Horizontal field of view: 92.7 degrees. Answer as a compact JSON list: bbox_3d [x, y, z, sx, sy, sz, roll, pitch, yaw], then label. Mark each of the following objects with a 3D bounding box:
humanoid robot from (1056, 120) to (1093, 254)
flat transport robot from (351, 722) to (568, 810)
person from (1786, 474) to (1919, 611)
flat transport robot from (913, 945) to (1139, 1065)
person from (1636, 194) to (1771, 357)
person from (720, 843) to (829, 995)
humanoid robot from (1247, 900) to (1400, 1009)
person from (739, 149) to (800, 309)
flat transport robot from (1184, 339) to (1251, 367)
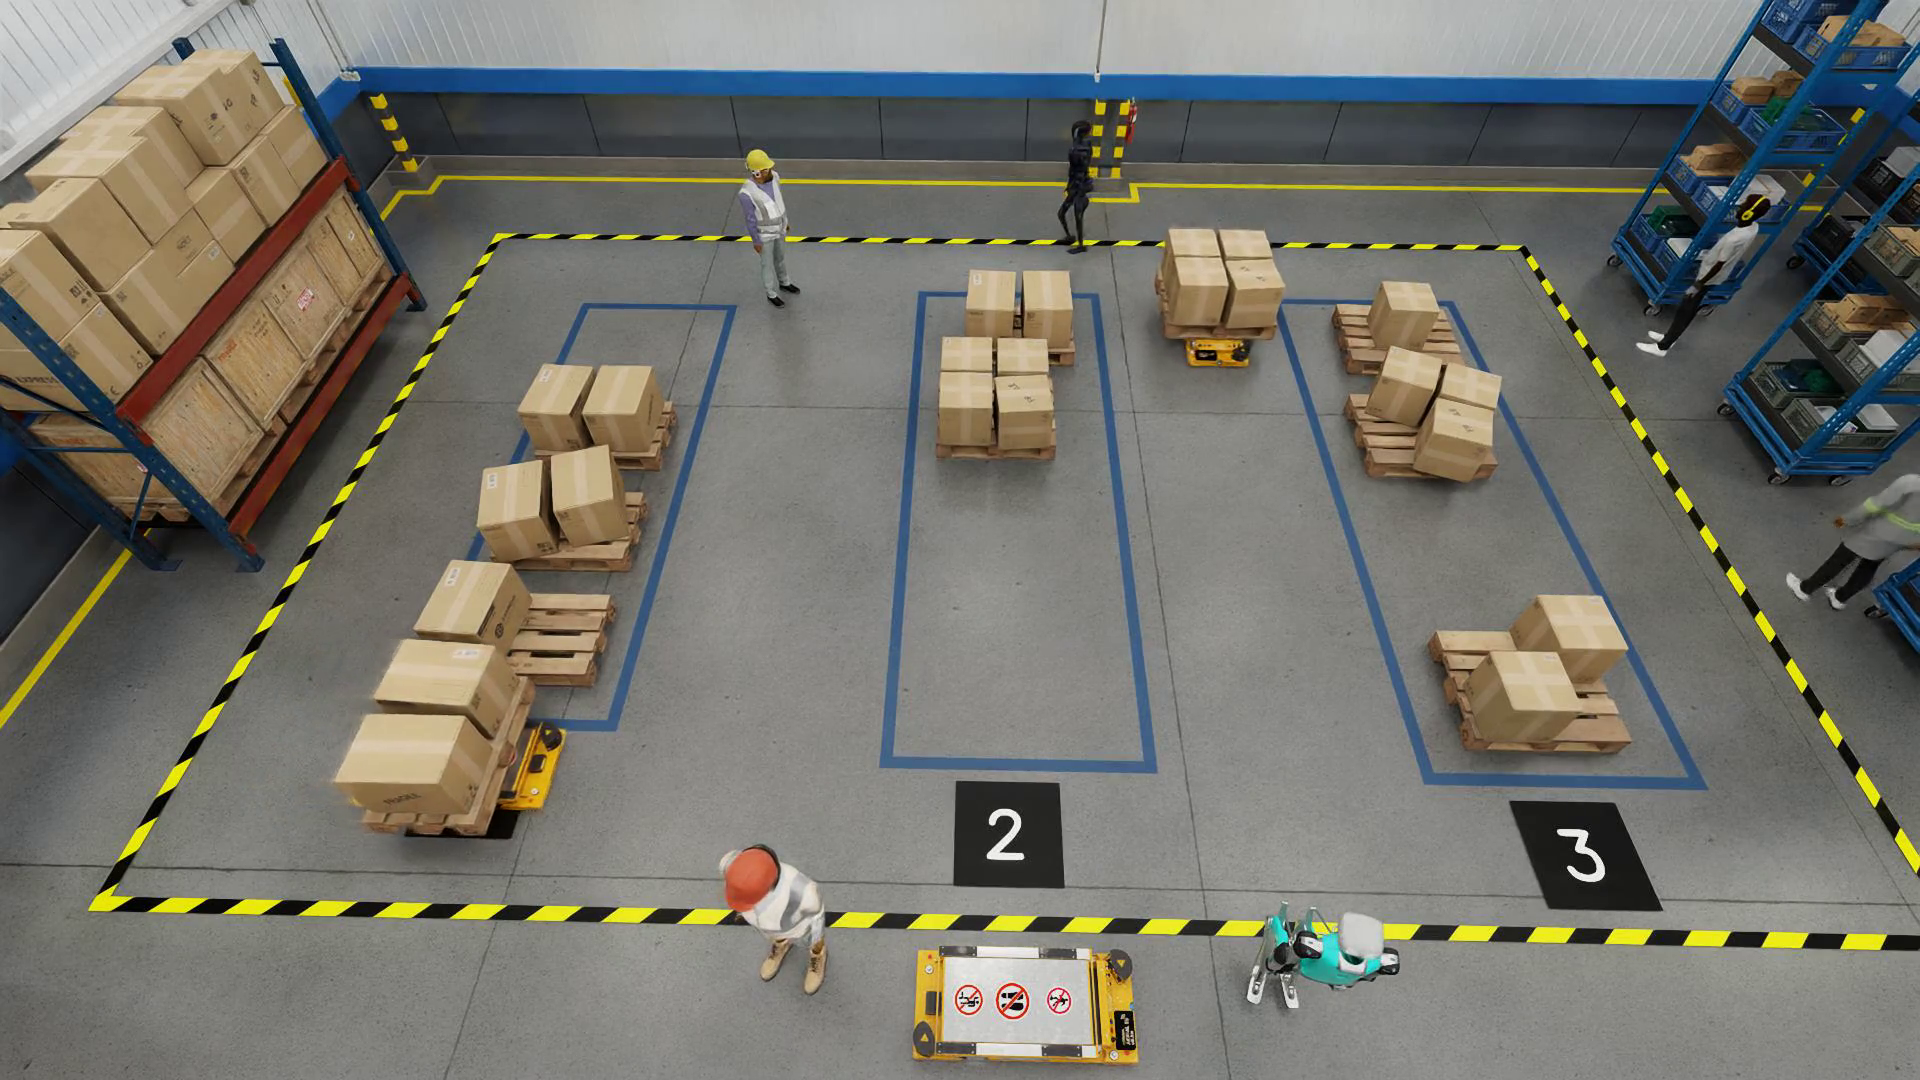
[{"bbox_3d":[1.418,-4.205,11.009,0.396,1.646,0.613,-8,51,-6],"label":"humanoid robot"},{"bbox_3d":[-3.855,1.722,7.064,1.431,0.197,0.652,1,51,1],"label":"flat transport robot"},{"bbox_3d":[7.625,-0.096,7.548,0.631,1.850,0.410,16,53,13],"label":"person"},{"bbox_3d":[0.422,3.041,6.007,1.431,0.231,0.659,1,51,1],"label":"flat transport robot"},{"bbox_3d":[7.891,-2.773,9.713,0.516,1.872,0.336,-31,57,-23],"label":"person"},{"bbox_3d":[-1.092,2.281,5.490,0.604,2.033,0.393,15,52,12],"label":"person"},{"bbox_3d":[2.113,2.391,5.507,0.533,1.671,0.735,9,51,7],"label":"humanoid robot"},{"bbox_3d":[-2.136,-3.505,10.331,0.404,1.835,0.597,24,55,19],"label":"person"},{"bbox_3d":[2.878,-2.528,10.529,0.652,0.197,1.431,1,51,1],"label":"flat transport robot"}]
